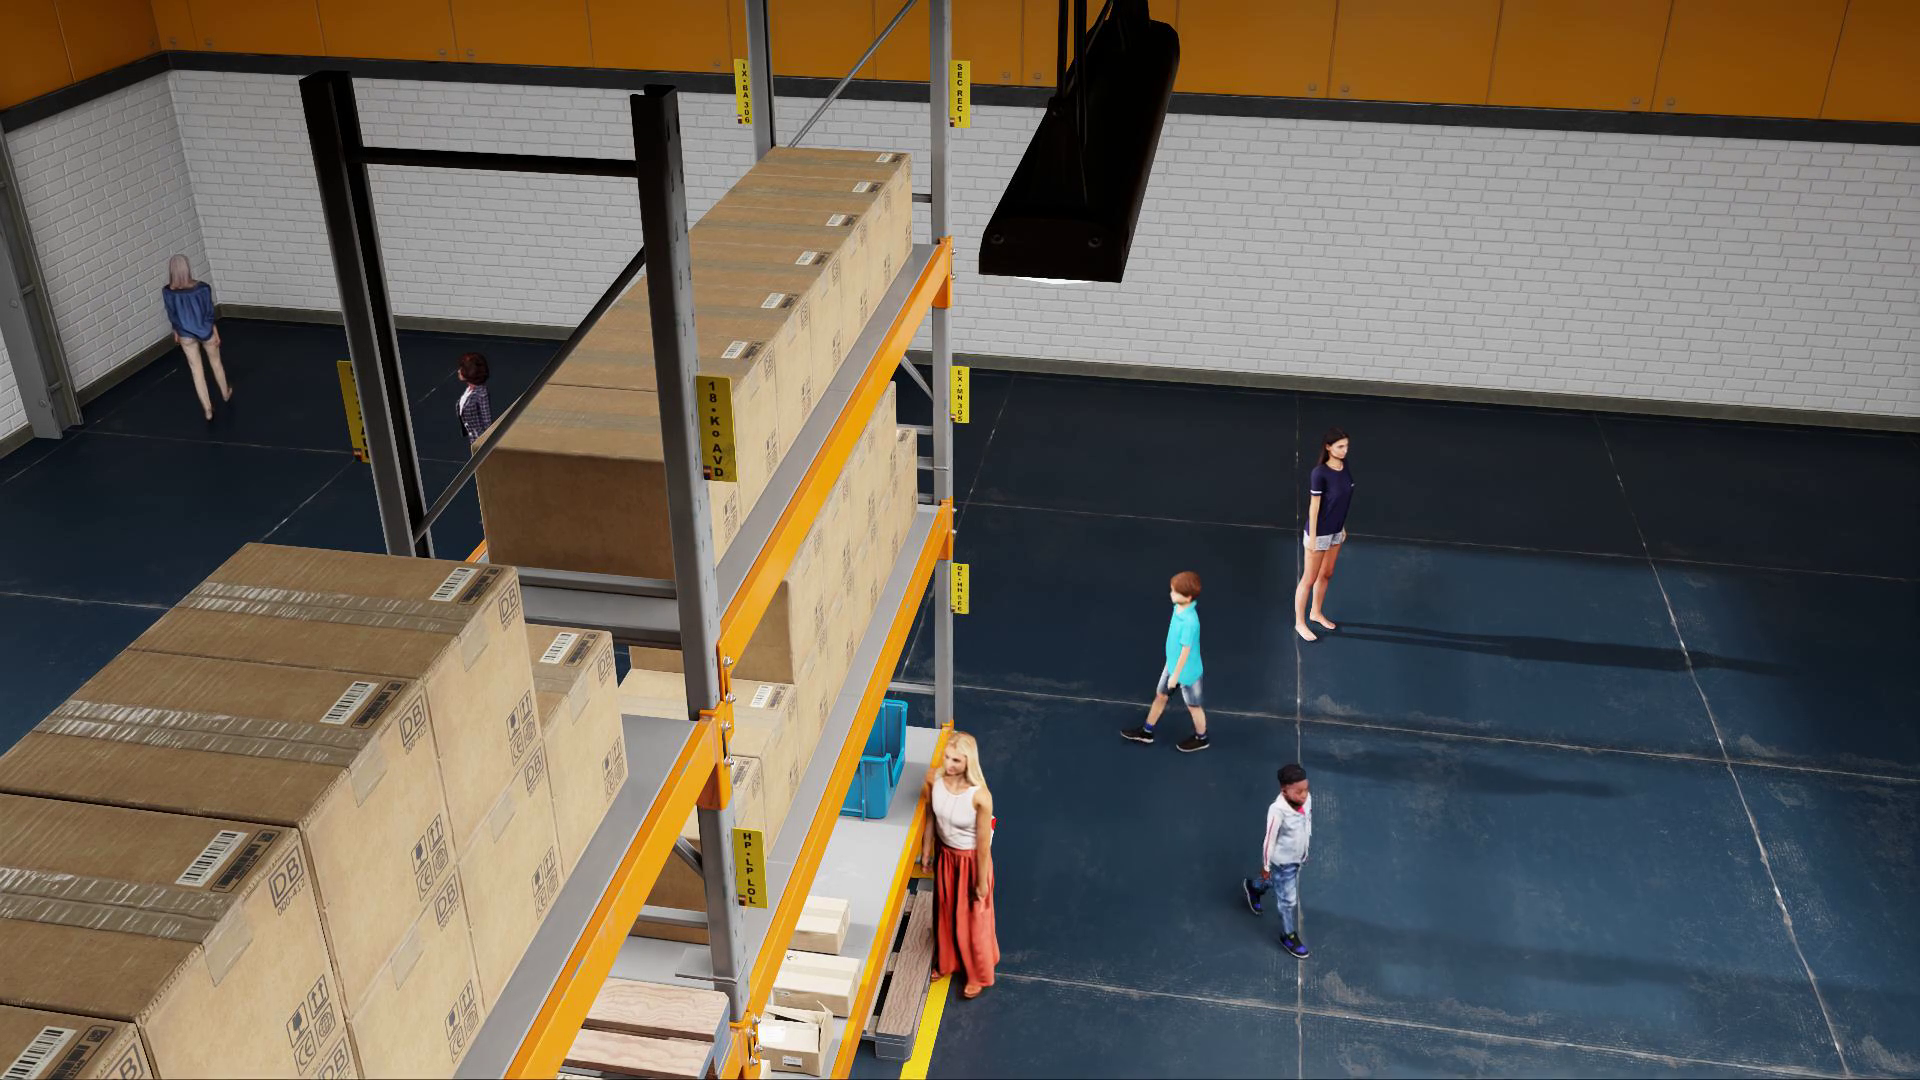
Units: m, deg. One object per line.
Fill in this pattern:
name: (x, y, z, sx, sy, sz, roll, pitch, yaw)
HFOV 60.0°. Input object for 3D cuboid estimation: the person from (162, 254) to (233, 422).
person: (-7.625, -2.001, 16.595, 0.879, 1.671, 1.055, -7, 29, -13)

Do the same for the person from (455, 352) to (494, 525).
person: (-4.138, -0.841, 14.436, 0.771, 1.702, 0.677, -13, 31, -23)

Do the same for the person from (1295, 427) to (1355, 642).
person: (2.842, -0.072, 12.962, 0.646, 1.765, 0.724, -22, 36, -35)

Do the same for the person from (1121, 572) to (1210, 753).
person: (1.633, 0.863, 11.603, 0.778, 1.425, 0.860, -5, 29, -10)

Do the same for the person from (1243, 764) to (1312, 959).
person: (1.921, 1.853, 9.978, 0.817, 1.243, 0.873, -19, 34, -31)

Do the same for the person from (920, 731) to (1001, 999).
person: (0.010, 1.827, 9.445, 0.732, 1.799, 0.755, 21, 35, 33)
